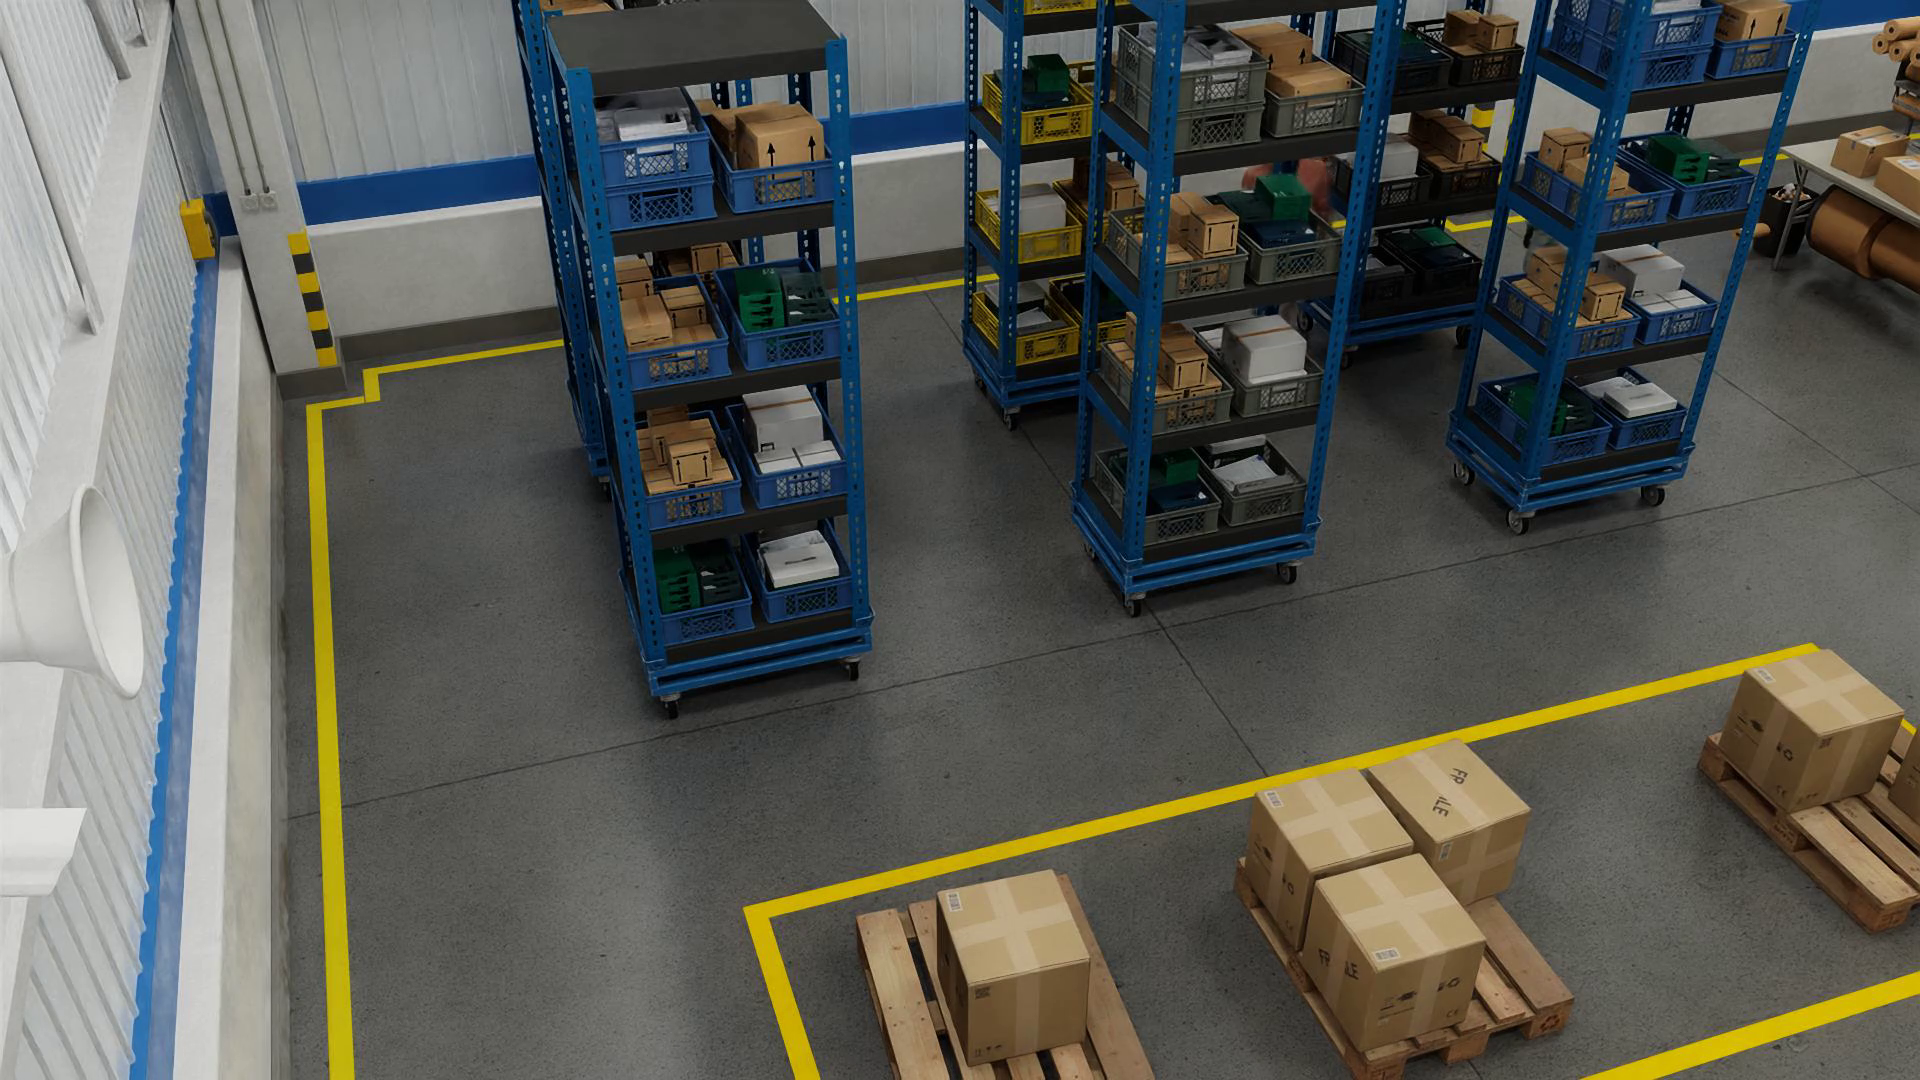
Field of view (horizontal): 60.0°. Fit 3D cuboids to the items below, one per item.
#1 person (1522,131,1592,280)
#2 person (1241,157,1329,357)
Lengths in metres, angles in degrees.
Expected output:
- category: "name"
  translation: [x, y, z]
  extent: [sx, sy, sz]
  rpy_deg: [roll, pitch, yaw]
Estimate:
- category: "person"
  translation: [4.258, -2.132, 11.883]
  extent: [0.522, 1.634, 0.333]
  rpy_deg: [30, 45, 35]
- category: "person"
  translation: [2.236, -2.033, 11.482]
  extent: [0.764, 1.947, 0.499]
  rpy_deg: [-8, 36, -12]
